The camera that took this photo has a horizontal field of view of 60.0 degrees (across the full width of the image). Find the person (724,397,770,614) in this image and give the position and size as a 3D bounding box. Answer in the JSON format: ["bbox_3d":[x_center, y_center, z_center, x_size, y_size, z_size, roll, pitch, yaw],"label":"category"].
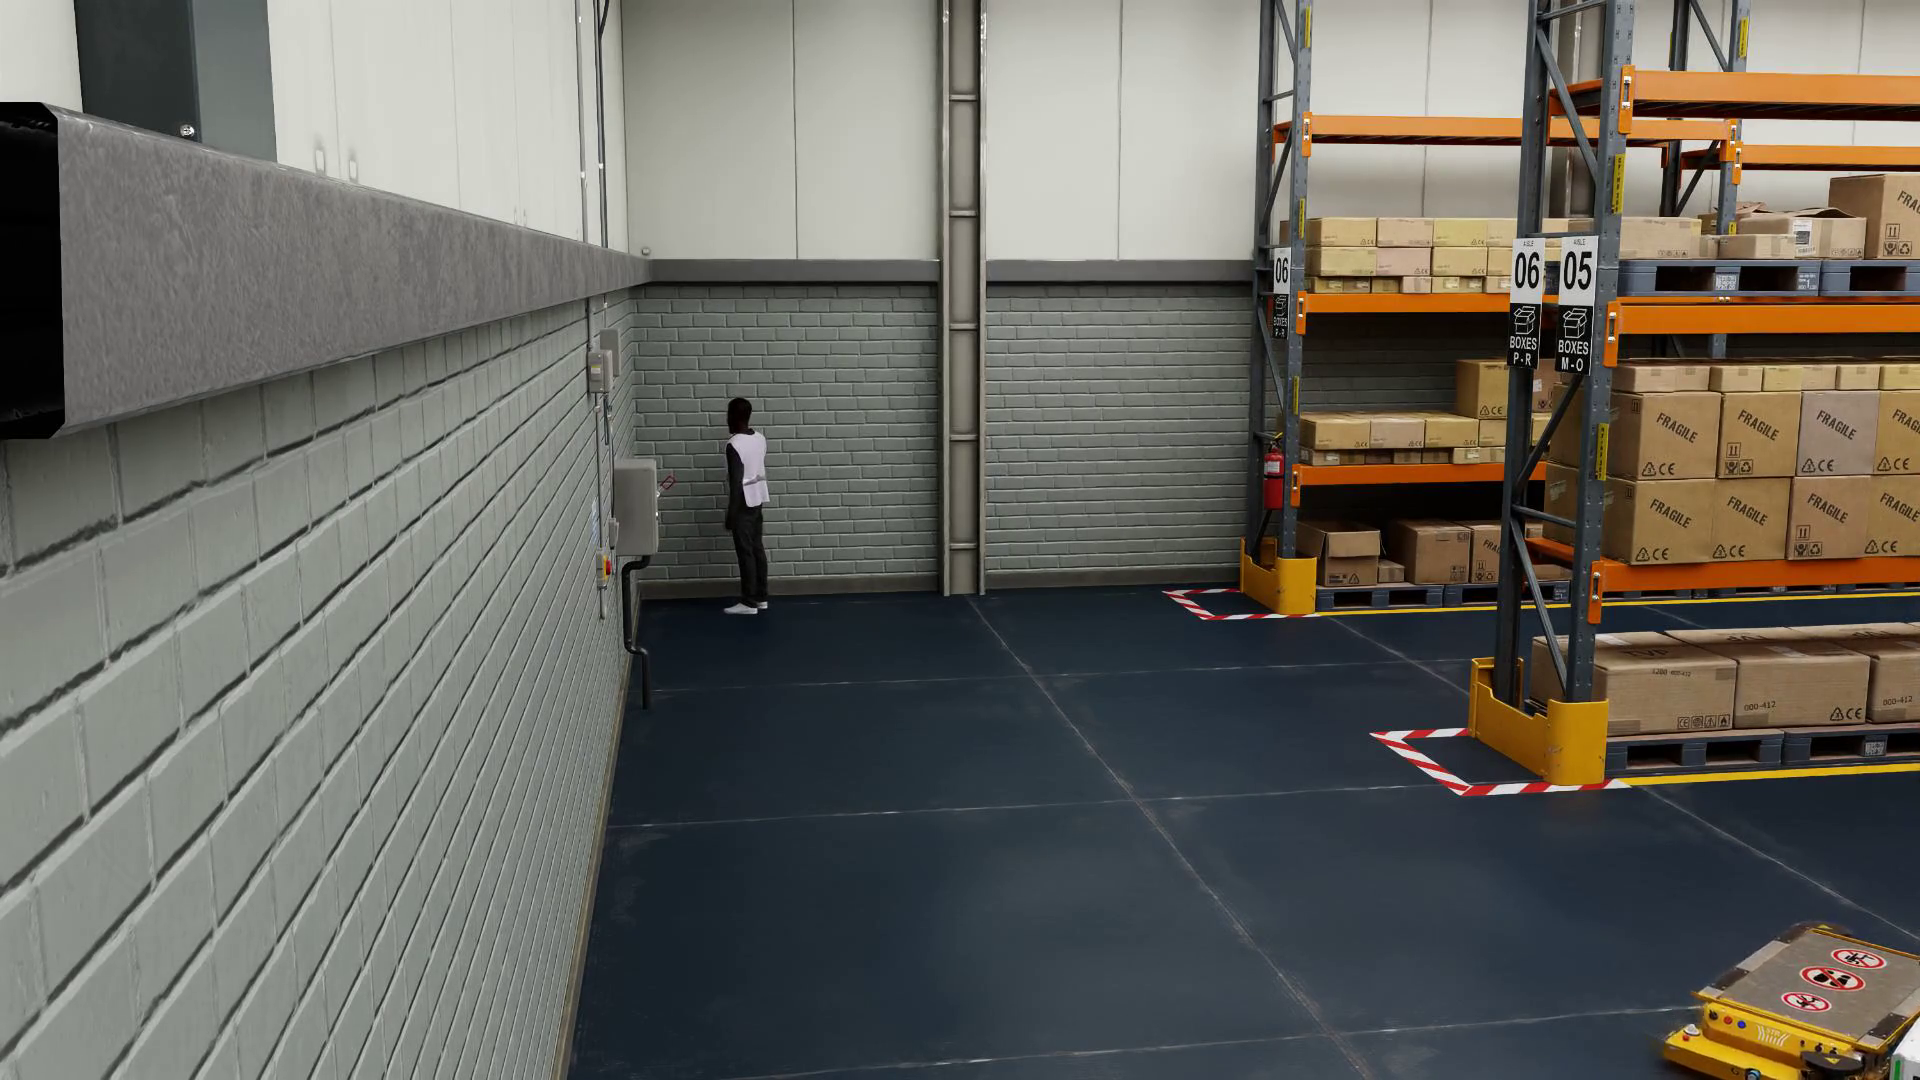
[{"bbox_3d":[-1.886,-0.302,14.735,0.371,1.916,0.597,3,10,18],"label":"person"}]

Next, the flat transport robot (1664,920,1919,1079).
[{"bbox_3d":[3.412,1.845,6.558,1.431,0.197,0.652,-9,13,-43],"label":"flat transport robot"}]

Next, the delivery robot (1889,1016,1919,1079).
[{"bbox_3d":[3.467,1.791,5.734,0.477,0.478,0.707,8,12,41],"label":"delivery robot"}]
